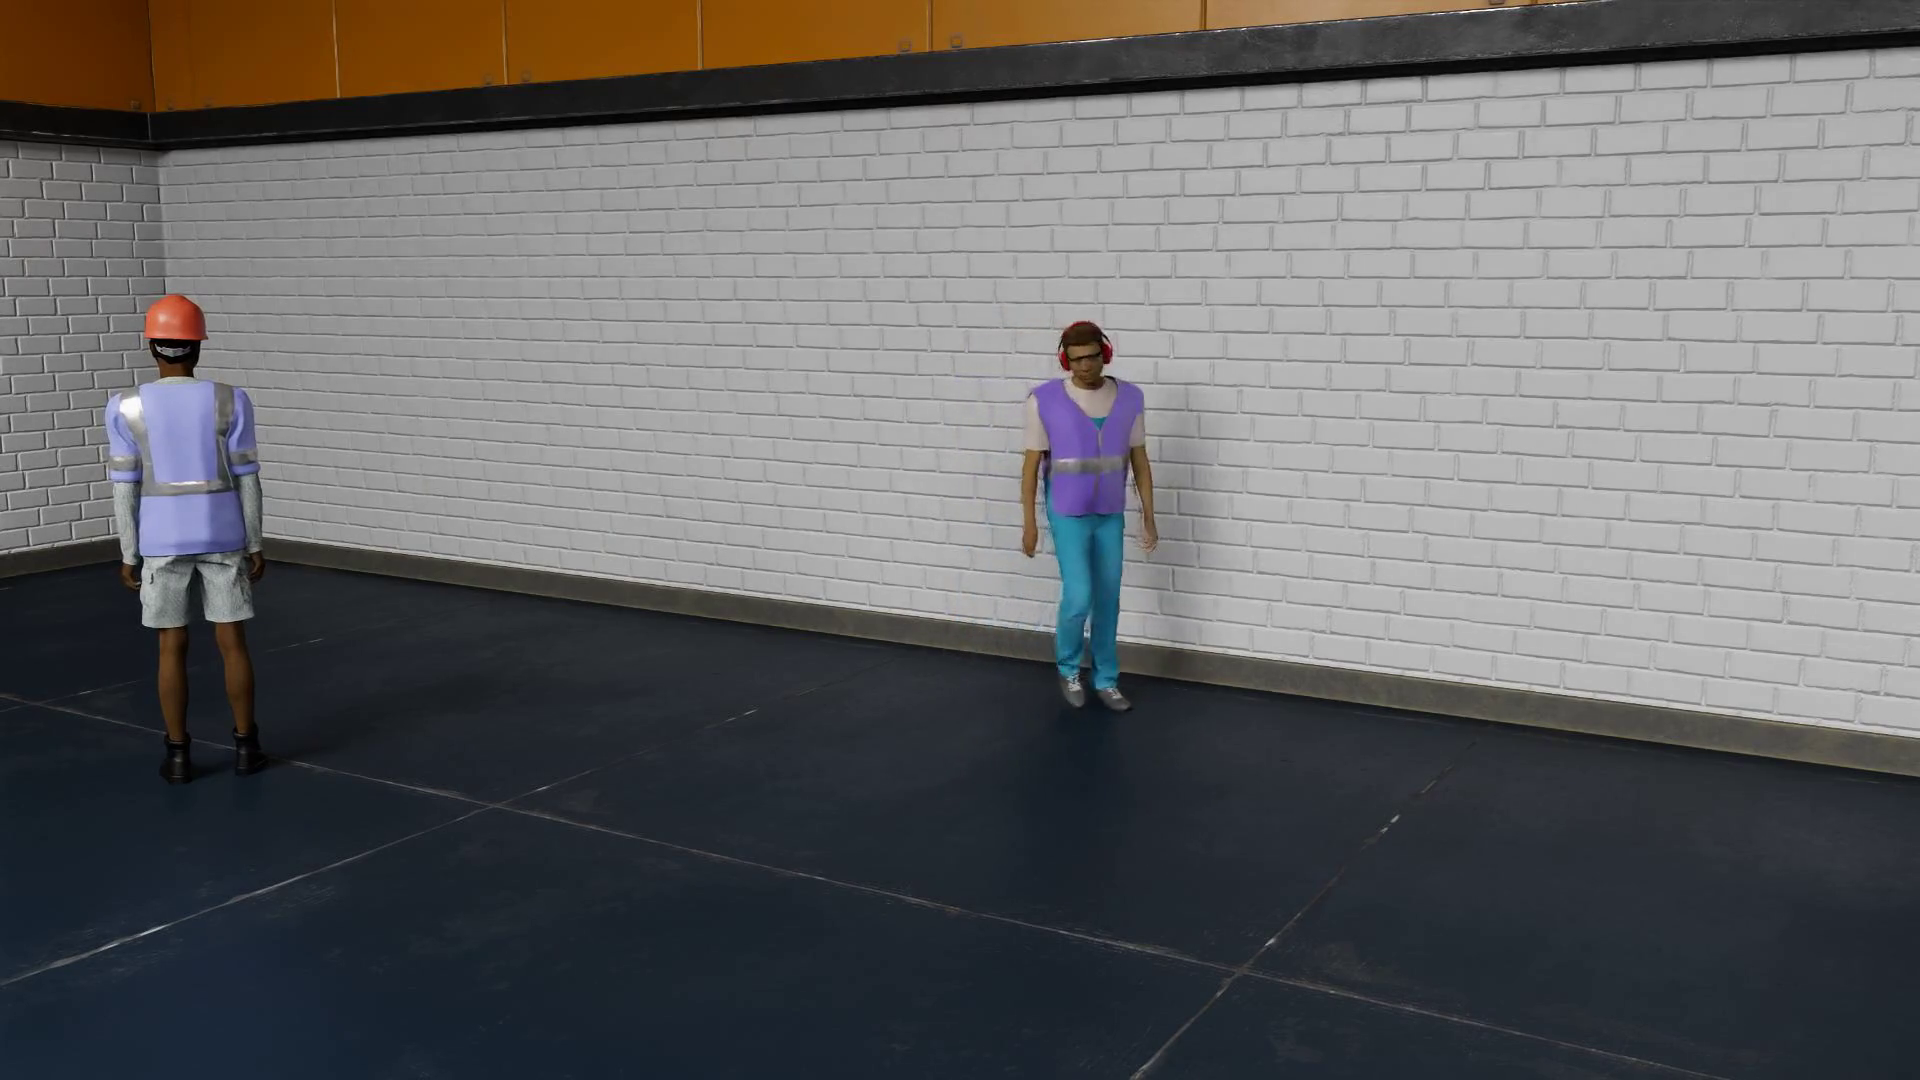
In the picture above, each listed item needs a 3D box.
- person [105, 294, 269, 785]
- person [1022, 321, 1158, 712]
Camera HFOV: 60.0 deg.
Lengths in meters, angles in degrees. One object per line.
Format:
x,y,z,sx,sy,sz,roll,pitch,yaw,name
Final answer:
-3.061,0.002,6.623,0.543,1.940,0.361,-4,10,-24,person
0.574,-0.092,7.616,0.595,1.813,0.453,-4,10,-23,person
